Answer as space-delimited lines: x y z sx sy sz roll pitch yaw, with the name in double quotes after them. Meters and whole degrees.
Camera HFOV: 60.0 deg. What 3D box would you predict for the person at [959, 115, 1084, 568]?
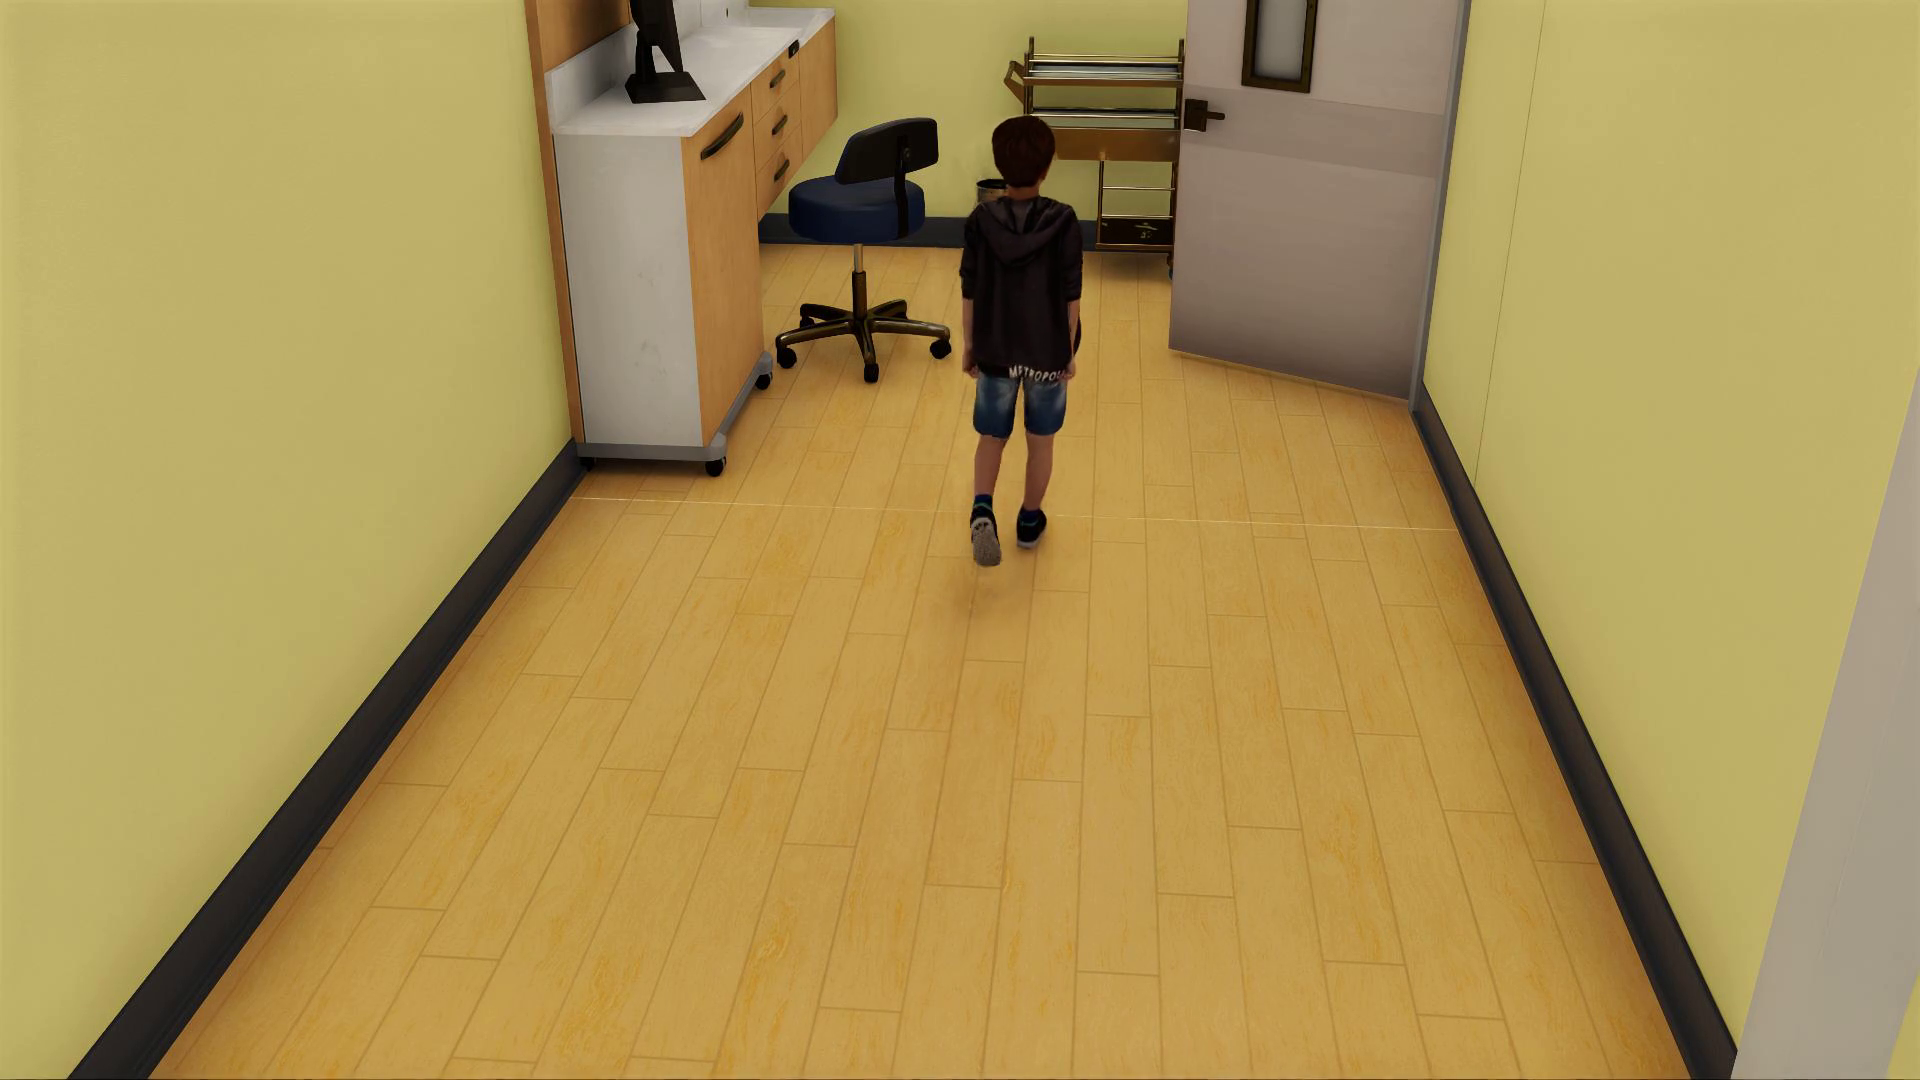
0.179 -0.580 5.187 0.775 1.432 0.656 6 26 11 "person"
